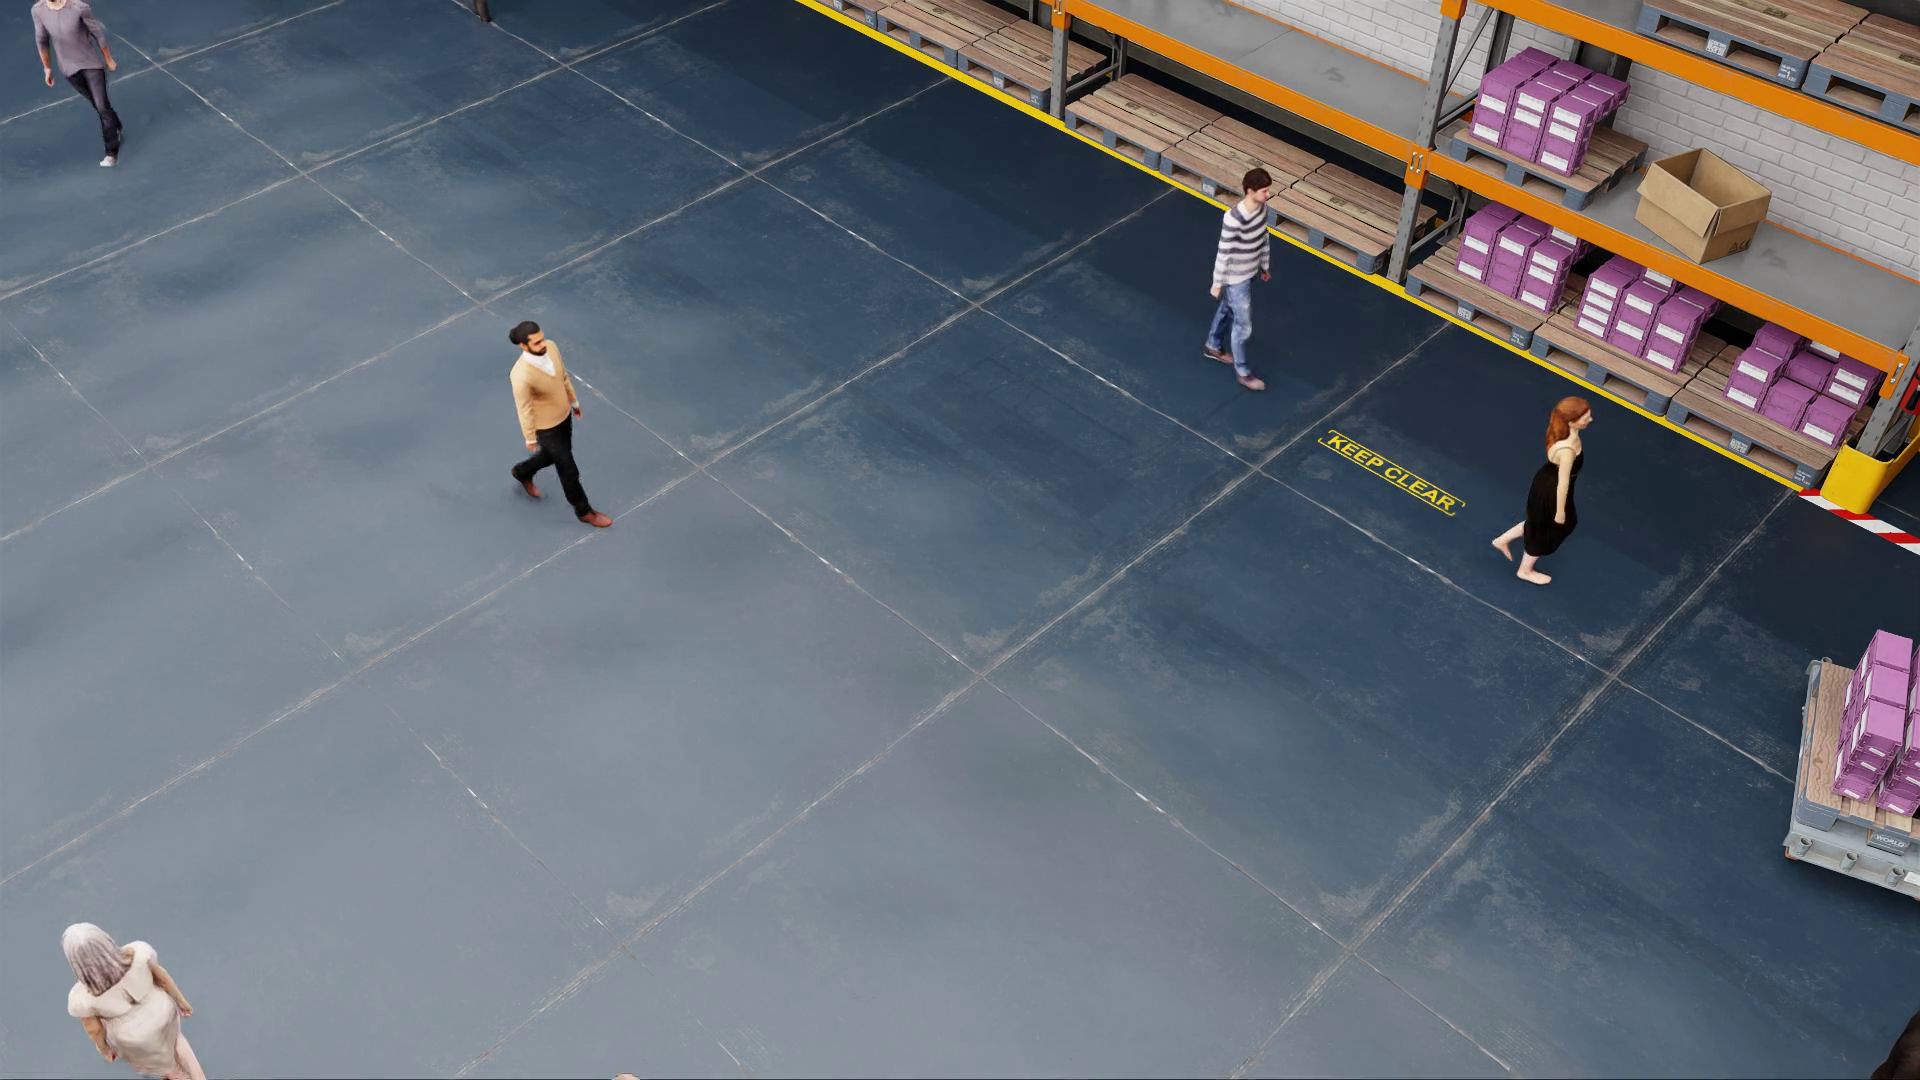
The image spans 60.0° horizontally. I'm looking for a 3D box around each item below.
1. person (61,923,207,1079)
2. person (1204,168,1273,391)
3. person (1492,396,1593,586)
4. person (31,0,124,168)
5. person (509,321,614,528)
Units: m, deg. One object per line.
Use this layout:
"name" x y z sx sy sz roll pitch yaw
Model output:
"person" -3.982 2.470 8.274 0.679 1.725 0.650 26 50 25
"person" 2.111 -2.111 13.007 0.934 1.829 0.738 29 51 27
"person" 3.929 -0.333 11.299 0.833 1.611 0.739 12 45 12
"person" -8.145 -4.457 15.483 1.136 1.811 1.212 -1 44 -1
"person" -2.958 -0.854 11.757 1.193 1.734 0.982 12 45 12
